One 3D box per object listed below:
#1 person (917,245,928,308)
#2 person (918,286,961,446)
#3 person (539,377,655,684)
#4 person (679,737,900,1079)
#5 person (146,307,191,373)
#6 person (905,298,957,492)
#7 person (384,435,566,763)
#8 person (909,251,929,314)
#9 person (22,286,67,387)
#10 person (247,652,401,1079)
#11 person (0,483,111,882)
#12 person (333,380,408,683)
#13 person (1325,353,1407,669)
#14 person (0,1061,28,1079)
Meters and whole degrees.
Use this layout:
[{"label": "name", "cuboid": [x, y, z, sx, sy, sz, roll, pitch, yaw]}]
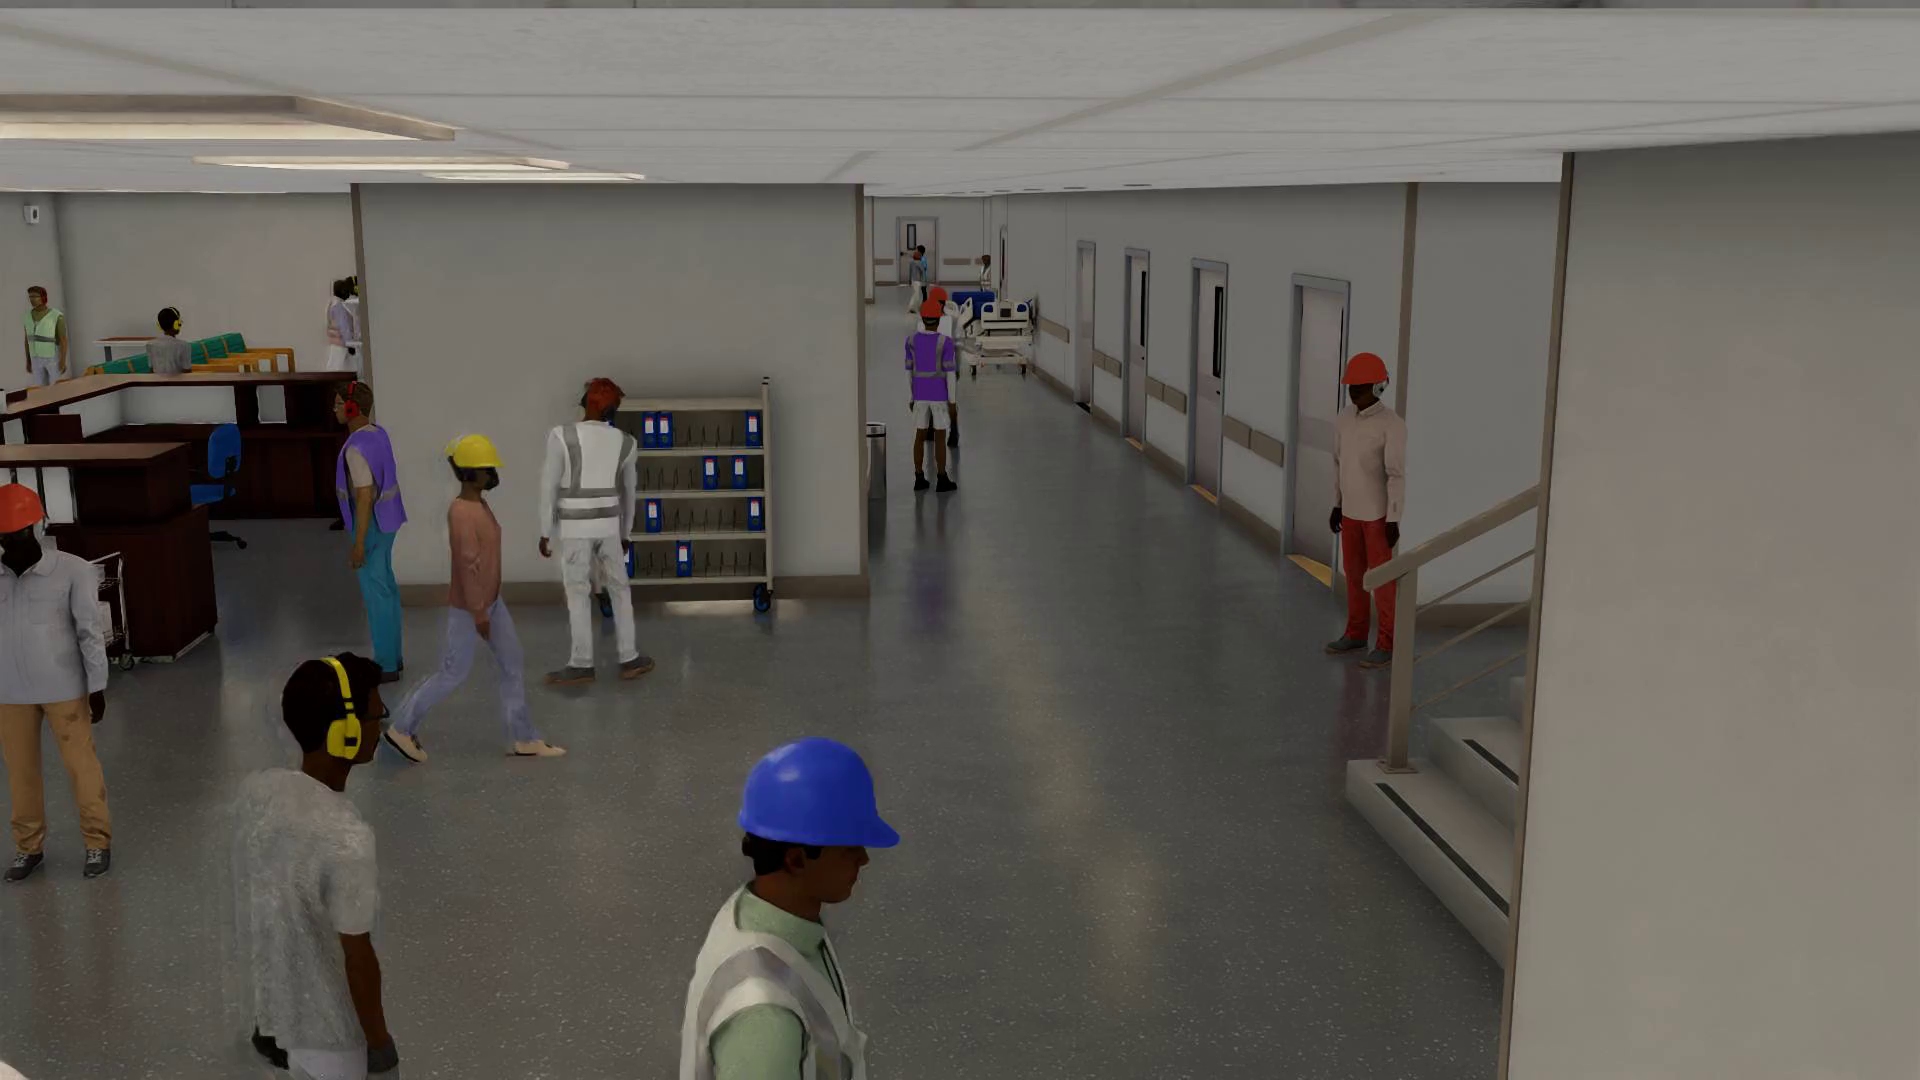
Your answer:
[{"label": "person", "cuboid": [-1.022, -7.132, 45.055, 0.322, 1.697, 0.531, -1, 12, -4]}, {"label": "person", "cuboid": [-0.219, -2.080, 19.900, 0.556, 1.902, 0.946, -4, 12, -19]}, {"label": "person", "cuboid": [-2.218, -0.042, 10.043, 0.670, 1.857, 0.351, -9, 15, -39]}, {"label": "person", "cuboid": [-0.330, 1.314, 3.200, 0.419, 1.946, 0.626, -1, 12, -5]}, {"label": "person", "cuboid": [-7.837, -1.384, 16.589, 0.505, 1.861, 0.330, 2, 12, 11]}, {"label": "person", "cuboid": [-0.280, -1.449, 16.685, 0.545, 1.942, 0.349, 5, 13, 24]}, {"label": "person", "cuboid": [-2.565, 0.313, 8.599, 0.870, 1.737, 0.519, 0, 12, -1]}, {"label": "person", "cuboid": [-1.044, -6.659, 43.000, 0.825, 1.597, 0.520, -9, 15, -37]}, {"label": "person", "cuboid": [-11.474, -2.264, 20.902, 0.568, 1.845, 0.386, 2, 12, 9]}, {"label": "person", "cuboid": [-1.539, 1.182, 4.045, 0.557, 1.848, 0.442, 11, 16, 44]}, {"label": "person", "cuboid": [-3.937, 0.614, 7.096, 0.563, 1.742, 0.361, -1, 12, -7]}, {"label": "person", "cuboid": [-3.559, -0.045, 10.057, 0.396, 1.847, 0.564, -1, 12, -6]}, {"label": "person", "cuboid": [2.535, -0.188, 10.448, 0.430, 1.982, 0.628, -5, 13, -23]}, {"label": "person", "cuboid": [-1.689, 1.452, 2.594, 0.641, 1.908, 0.408, 0, 12, 2]}]
